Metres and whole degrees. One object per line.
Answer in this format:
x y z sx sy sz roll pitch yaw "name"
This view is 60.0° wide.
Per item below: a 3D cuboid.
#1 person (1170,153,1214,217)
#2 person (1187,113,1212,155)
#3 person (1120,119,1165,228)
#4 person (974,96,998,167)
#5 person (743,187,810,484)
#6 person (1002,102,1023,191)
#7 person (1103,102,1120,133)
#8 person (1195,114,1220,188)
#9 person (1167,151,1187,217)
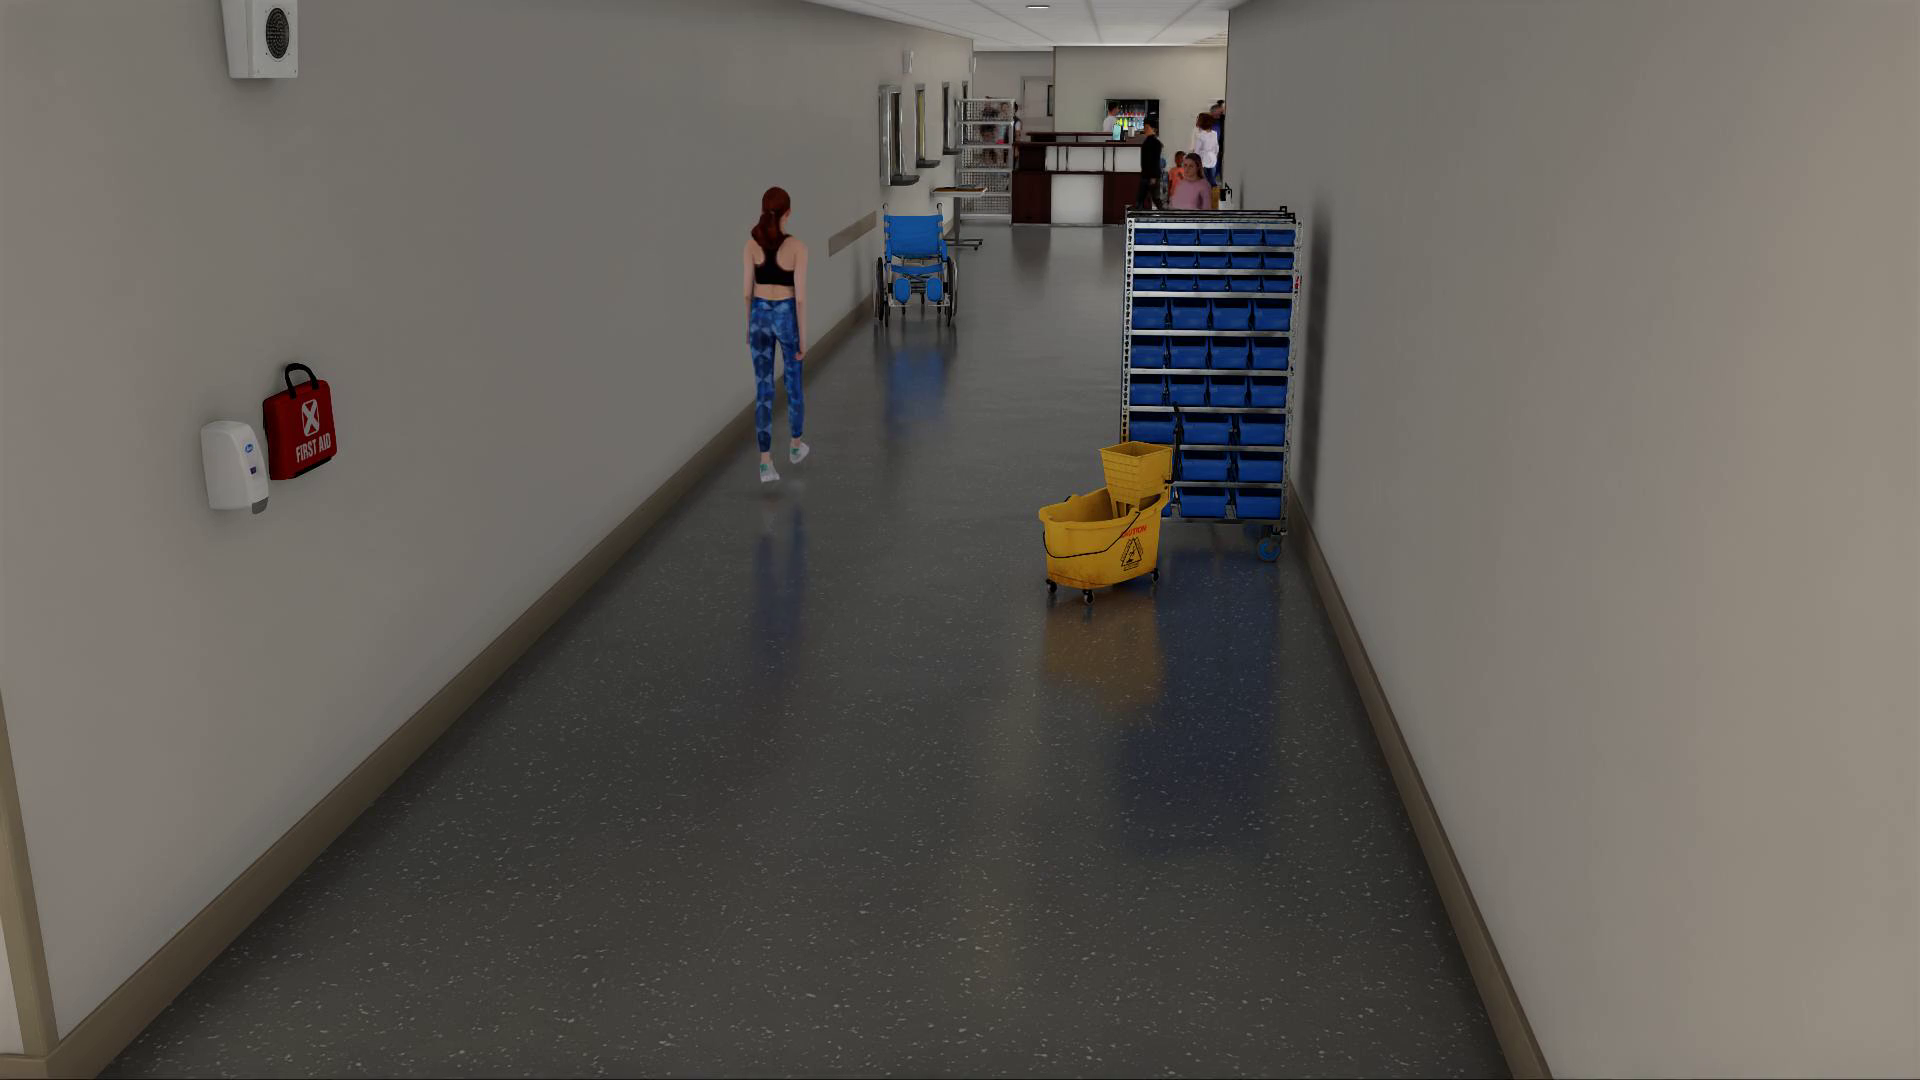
2.322 -2.941 16.338 0.798 1.670 0.727 -14 21 -41 "person"
4.530 -7.273 31.700 0.668 1.672 0.781 -5 16 -17 "person"
3.049 -5.702 26.090 1.116 1.692 0.956 -7 17 -22 "person"
0.737 -10.192 41.843 1.255 1.786 1.195 -13 20 -39 "person"
-1.124 -1.168 9.930 1.134 1.734 0.650 2 16 6 "person"
1.108 -7.950 33.792 1.024 1.839 0.919 -8 18 -26 "person"
2.890 -7.764 33.140 1.172 1.835 0.853 -4 16 -13 "person"
4.528 -6.870 30.214 0.826 1.702 0.859 -4 16 -14 "person"
3.262 -5.119 24.751 0.641 1.296 0.603 3 16 10 "person"
